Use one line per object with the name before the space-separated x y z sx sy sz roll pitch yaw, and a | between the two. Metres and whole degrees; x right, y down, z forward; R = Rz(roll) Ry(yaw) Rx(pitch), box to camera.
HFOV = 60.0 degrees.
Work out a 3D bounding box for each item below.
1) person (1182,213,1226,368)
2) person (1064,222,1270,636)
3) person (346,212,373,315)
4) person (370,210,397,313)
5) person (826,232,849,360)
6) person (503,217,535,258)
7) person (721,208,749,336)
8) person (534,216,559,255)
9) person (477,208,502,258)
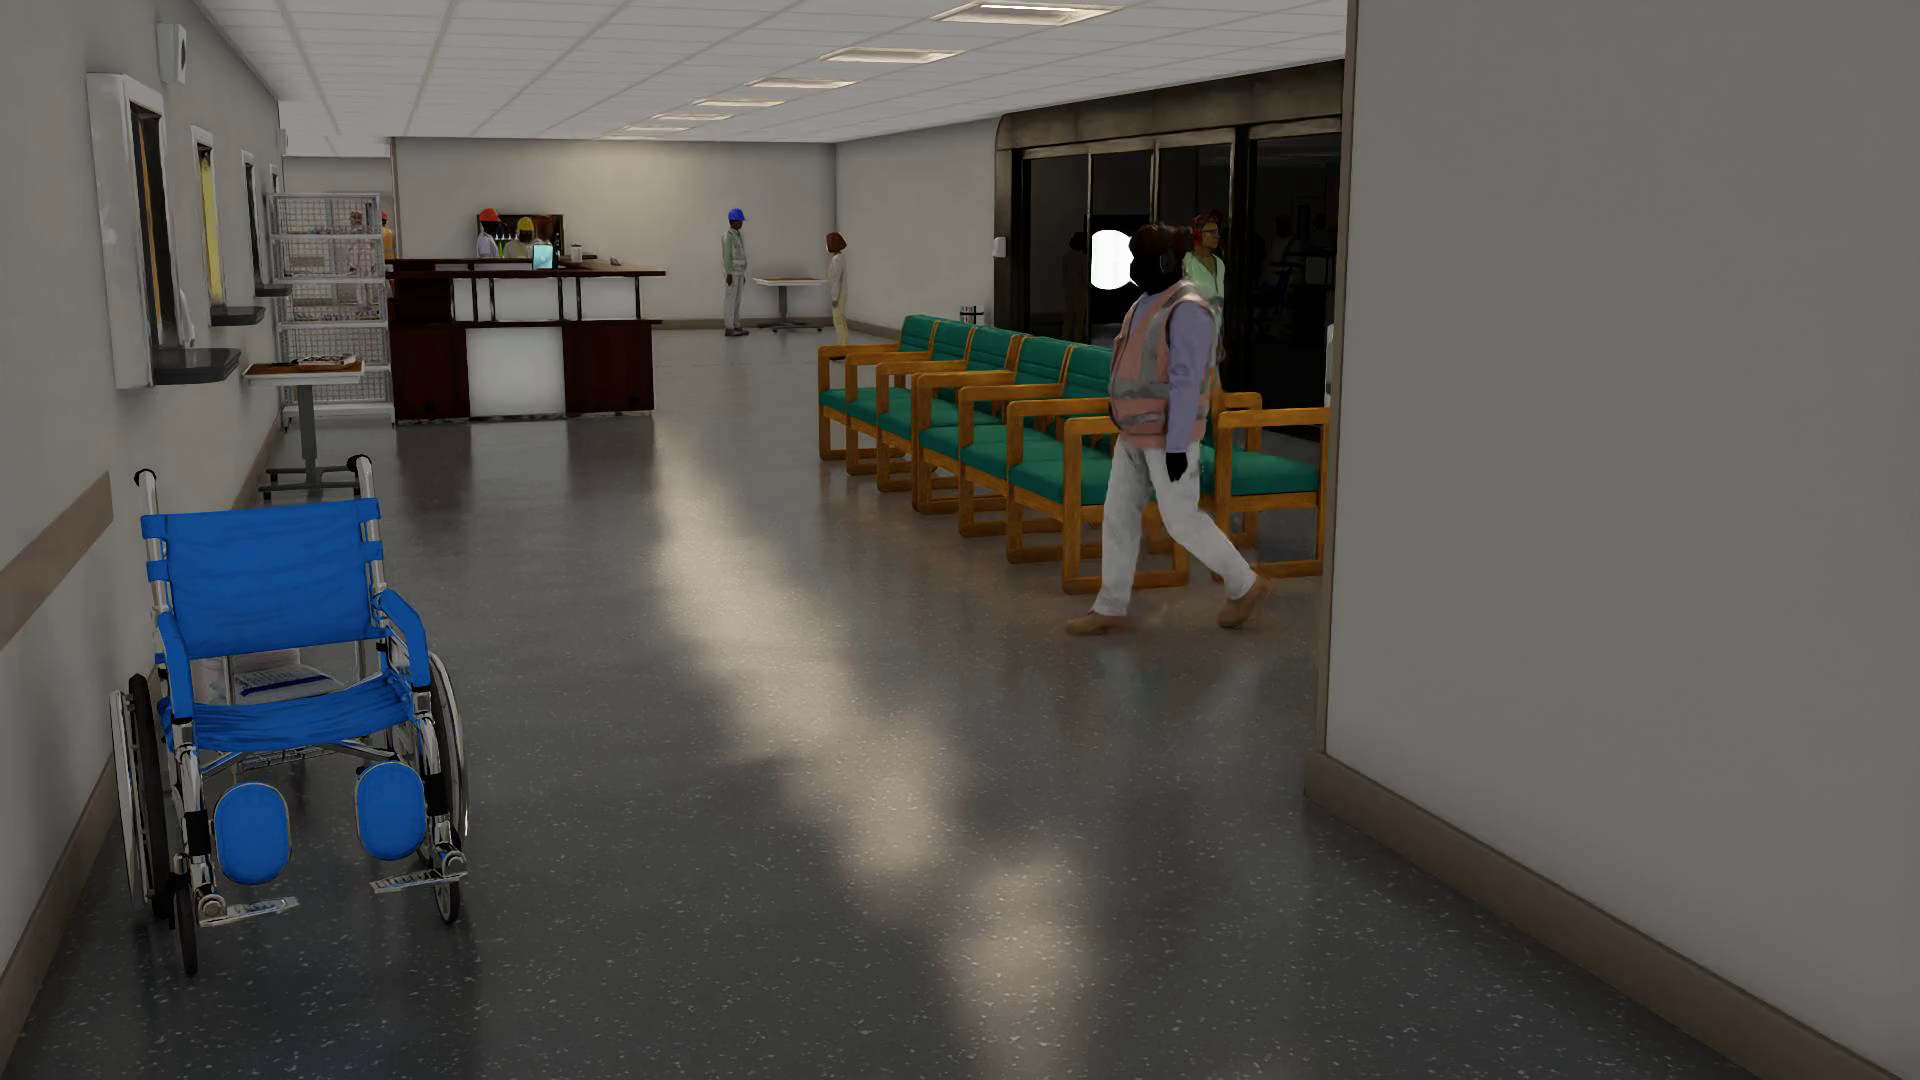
person | 1.782 -1.506 12.467 0.390 1.850 0.565 9 14 39
person | 0.930 -0.464 7.227 0.863 1.813 0.632 -3 11 -16
person | -11.009 -5.036 30.433 0.408 1.906 0.654 1 11 6
person | -10.902 -5.254 31.470 0.551 1.935 0.375 -10 15 -42
person | -1.566 -3.104 21.252 0.285 1.627 0.504 1 11 3
person | -5.780 -3.392 22.223 0.596 1.825 0.404 -5 12 -24
person | -3.449 -4.106 25.554 0.404 1.945 0.615 3 11 14
person | -5.377 -3.286 21.663 0.431 1.836 0.625 -2 11 -10
person | -6.510 -3.629 23.132 0.360 1.936 0.552 -2 11 -11
